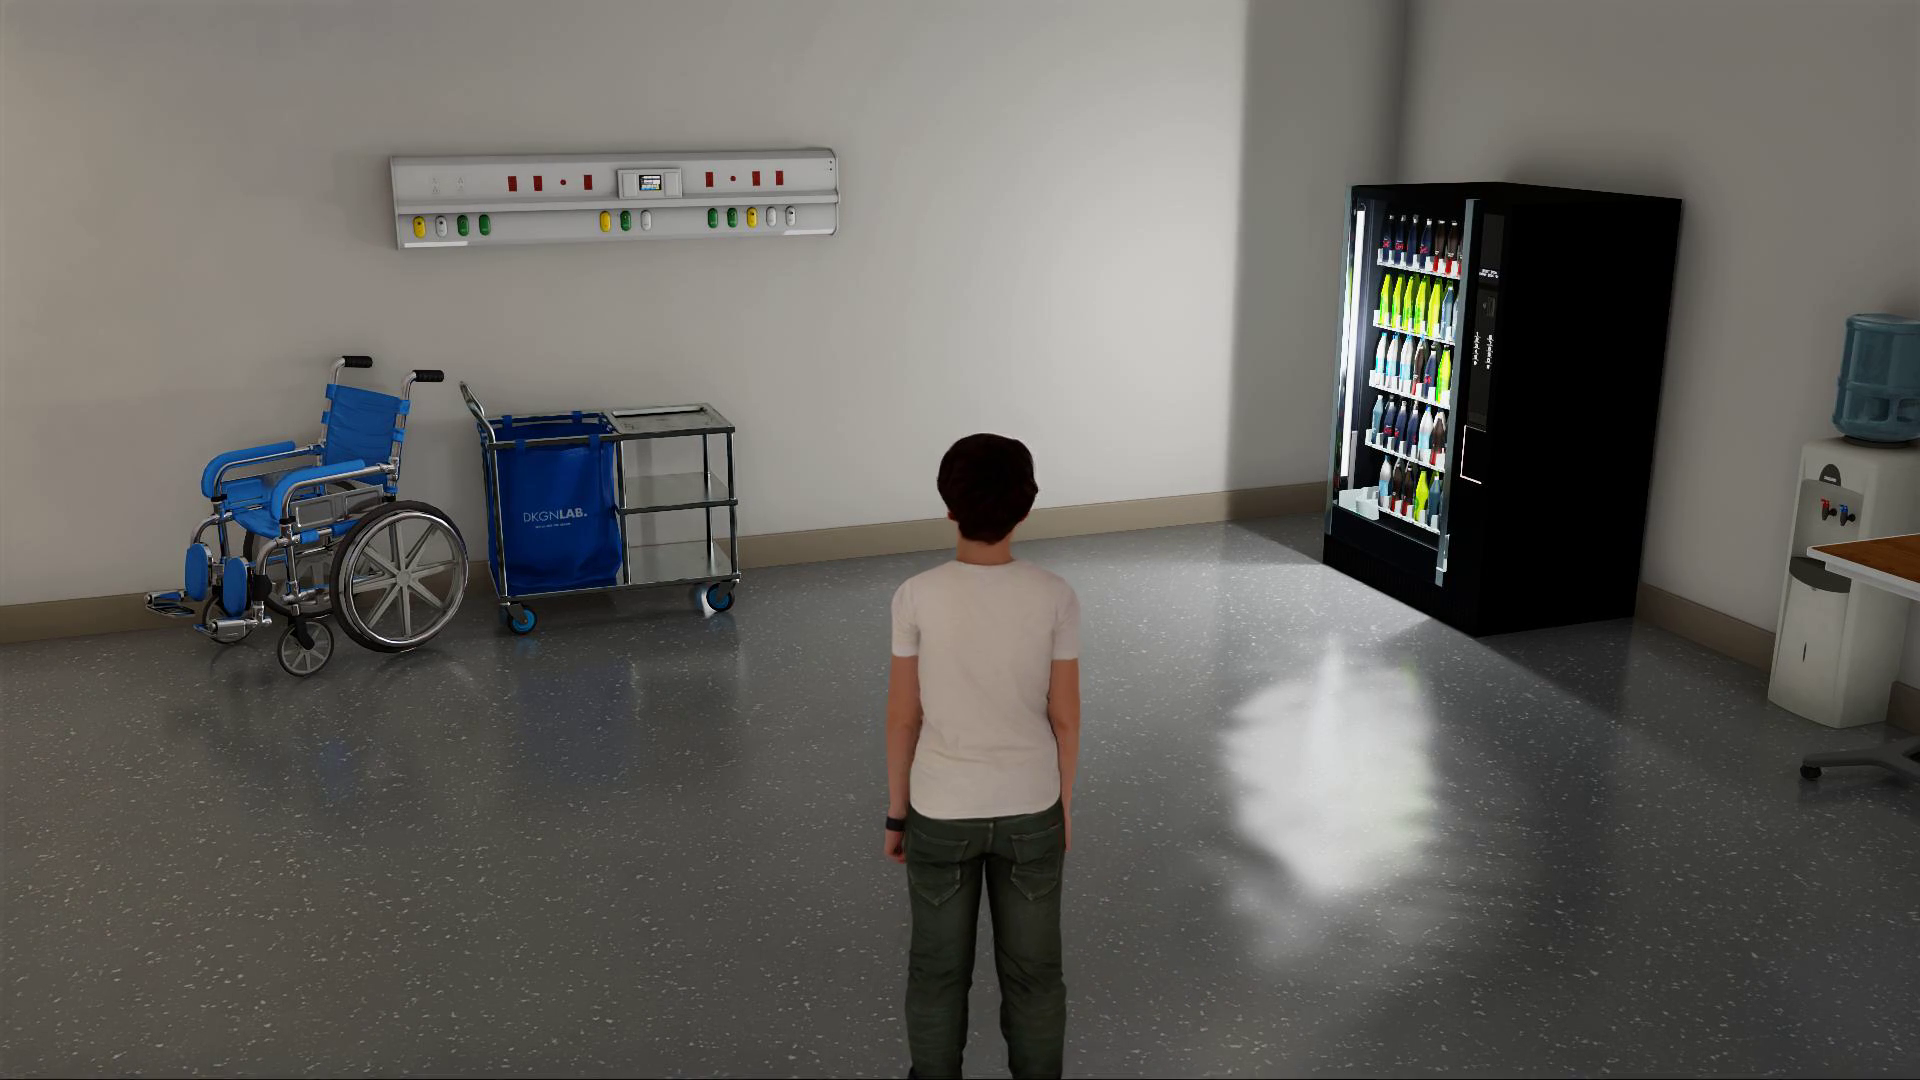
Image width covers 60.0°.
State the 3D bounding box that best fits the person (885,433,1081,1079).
[{"bbox_3d":[0.051,0.587,3.492,0.626,1.653,0.617,0,16,-1],"label":"person"}]
